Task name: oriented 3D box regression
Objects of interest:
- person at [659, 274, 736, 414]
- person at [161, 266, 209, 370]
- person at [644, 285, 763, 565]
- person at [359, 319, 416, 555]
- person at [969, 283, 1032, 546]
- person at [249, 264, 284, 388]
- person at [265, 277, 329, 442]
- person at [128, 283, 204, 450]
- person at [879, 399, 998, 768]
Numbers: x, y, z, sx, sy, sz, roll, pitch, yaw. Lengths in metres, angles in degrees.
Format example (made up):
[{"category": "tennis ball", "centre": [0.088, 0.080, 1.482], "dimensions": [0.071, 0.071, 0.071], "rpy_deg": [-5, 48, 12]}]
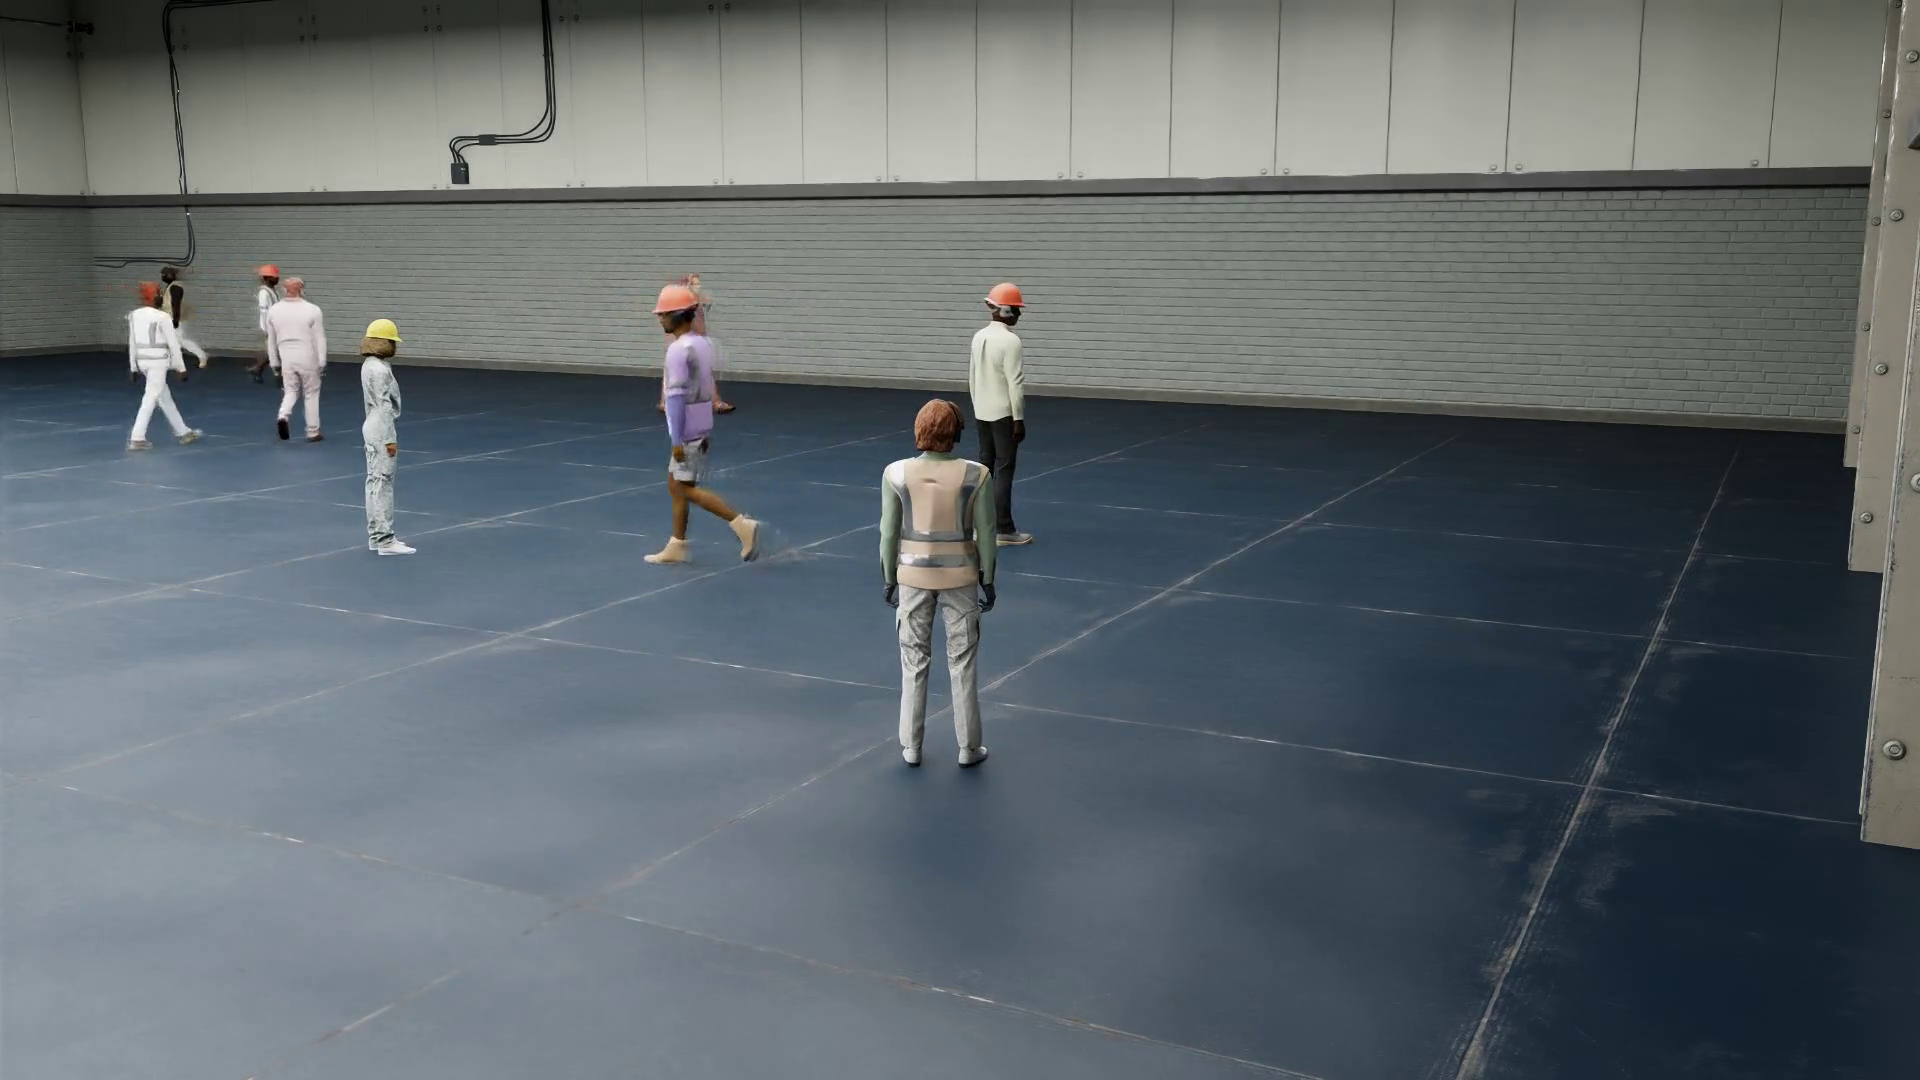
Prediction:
[{"category": "person", "centre": [-3.516, -2.560, 21.836], "dimensions": [1.021, 1.849, 0.652], "rpy_deg": [2, 11, 13]}, {"category": "person", "centre": [-13.608, -3.862, 29.021], "dimensions": [0.719, 1.818, 0.629], "rpy_deg": [-7, 13, -35]}, {"category": "person", "centre": [-1.830, -0.785, 11.721], "dimensions": [0.832, 2.016, 0.609], "rpy_deg": [1, 10, 6]}, {"category": "person", "centre": [-4.258, -0.762, 12.331], "dimensions": [0.311, 1.736, 0.483], "rpy_deg": [-6, 12, -30]}, {"category": "person", "centre": [0.315, -0.958, 12.699], "dimensions": [0.395, 1.990, 0.619], "rpy_deg": [-6, 12, -31]}, {"category": "person", "centre": [-10.608, -3.275, 25.533], "dimensions": [0.601, 1.917, 0.556], "rpy_deg": [-1, 10, -7]}, {"category": "person", "centre": [-7.499, -2.026, 18.825], "dimensions": [0.650, 1.893, 0.561], "rpy_deg": [0, 10, 3]}, {"category": "person", "centre": [-8.878, -1.929, 18.441], "dimensions": [0.600, 1.829, 1.008], "rpy_deg": [5, 12, 26]}, {"category": "person", "centre": [-0.095, 0.199, 7.354], "dimensions": [0.523, 1.638, 0.310], "rpy_deg": [1, 10, 6]}]
